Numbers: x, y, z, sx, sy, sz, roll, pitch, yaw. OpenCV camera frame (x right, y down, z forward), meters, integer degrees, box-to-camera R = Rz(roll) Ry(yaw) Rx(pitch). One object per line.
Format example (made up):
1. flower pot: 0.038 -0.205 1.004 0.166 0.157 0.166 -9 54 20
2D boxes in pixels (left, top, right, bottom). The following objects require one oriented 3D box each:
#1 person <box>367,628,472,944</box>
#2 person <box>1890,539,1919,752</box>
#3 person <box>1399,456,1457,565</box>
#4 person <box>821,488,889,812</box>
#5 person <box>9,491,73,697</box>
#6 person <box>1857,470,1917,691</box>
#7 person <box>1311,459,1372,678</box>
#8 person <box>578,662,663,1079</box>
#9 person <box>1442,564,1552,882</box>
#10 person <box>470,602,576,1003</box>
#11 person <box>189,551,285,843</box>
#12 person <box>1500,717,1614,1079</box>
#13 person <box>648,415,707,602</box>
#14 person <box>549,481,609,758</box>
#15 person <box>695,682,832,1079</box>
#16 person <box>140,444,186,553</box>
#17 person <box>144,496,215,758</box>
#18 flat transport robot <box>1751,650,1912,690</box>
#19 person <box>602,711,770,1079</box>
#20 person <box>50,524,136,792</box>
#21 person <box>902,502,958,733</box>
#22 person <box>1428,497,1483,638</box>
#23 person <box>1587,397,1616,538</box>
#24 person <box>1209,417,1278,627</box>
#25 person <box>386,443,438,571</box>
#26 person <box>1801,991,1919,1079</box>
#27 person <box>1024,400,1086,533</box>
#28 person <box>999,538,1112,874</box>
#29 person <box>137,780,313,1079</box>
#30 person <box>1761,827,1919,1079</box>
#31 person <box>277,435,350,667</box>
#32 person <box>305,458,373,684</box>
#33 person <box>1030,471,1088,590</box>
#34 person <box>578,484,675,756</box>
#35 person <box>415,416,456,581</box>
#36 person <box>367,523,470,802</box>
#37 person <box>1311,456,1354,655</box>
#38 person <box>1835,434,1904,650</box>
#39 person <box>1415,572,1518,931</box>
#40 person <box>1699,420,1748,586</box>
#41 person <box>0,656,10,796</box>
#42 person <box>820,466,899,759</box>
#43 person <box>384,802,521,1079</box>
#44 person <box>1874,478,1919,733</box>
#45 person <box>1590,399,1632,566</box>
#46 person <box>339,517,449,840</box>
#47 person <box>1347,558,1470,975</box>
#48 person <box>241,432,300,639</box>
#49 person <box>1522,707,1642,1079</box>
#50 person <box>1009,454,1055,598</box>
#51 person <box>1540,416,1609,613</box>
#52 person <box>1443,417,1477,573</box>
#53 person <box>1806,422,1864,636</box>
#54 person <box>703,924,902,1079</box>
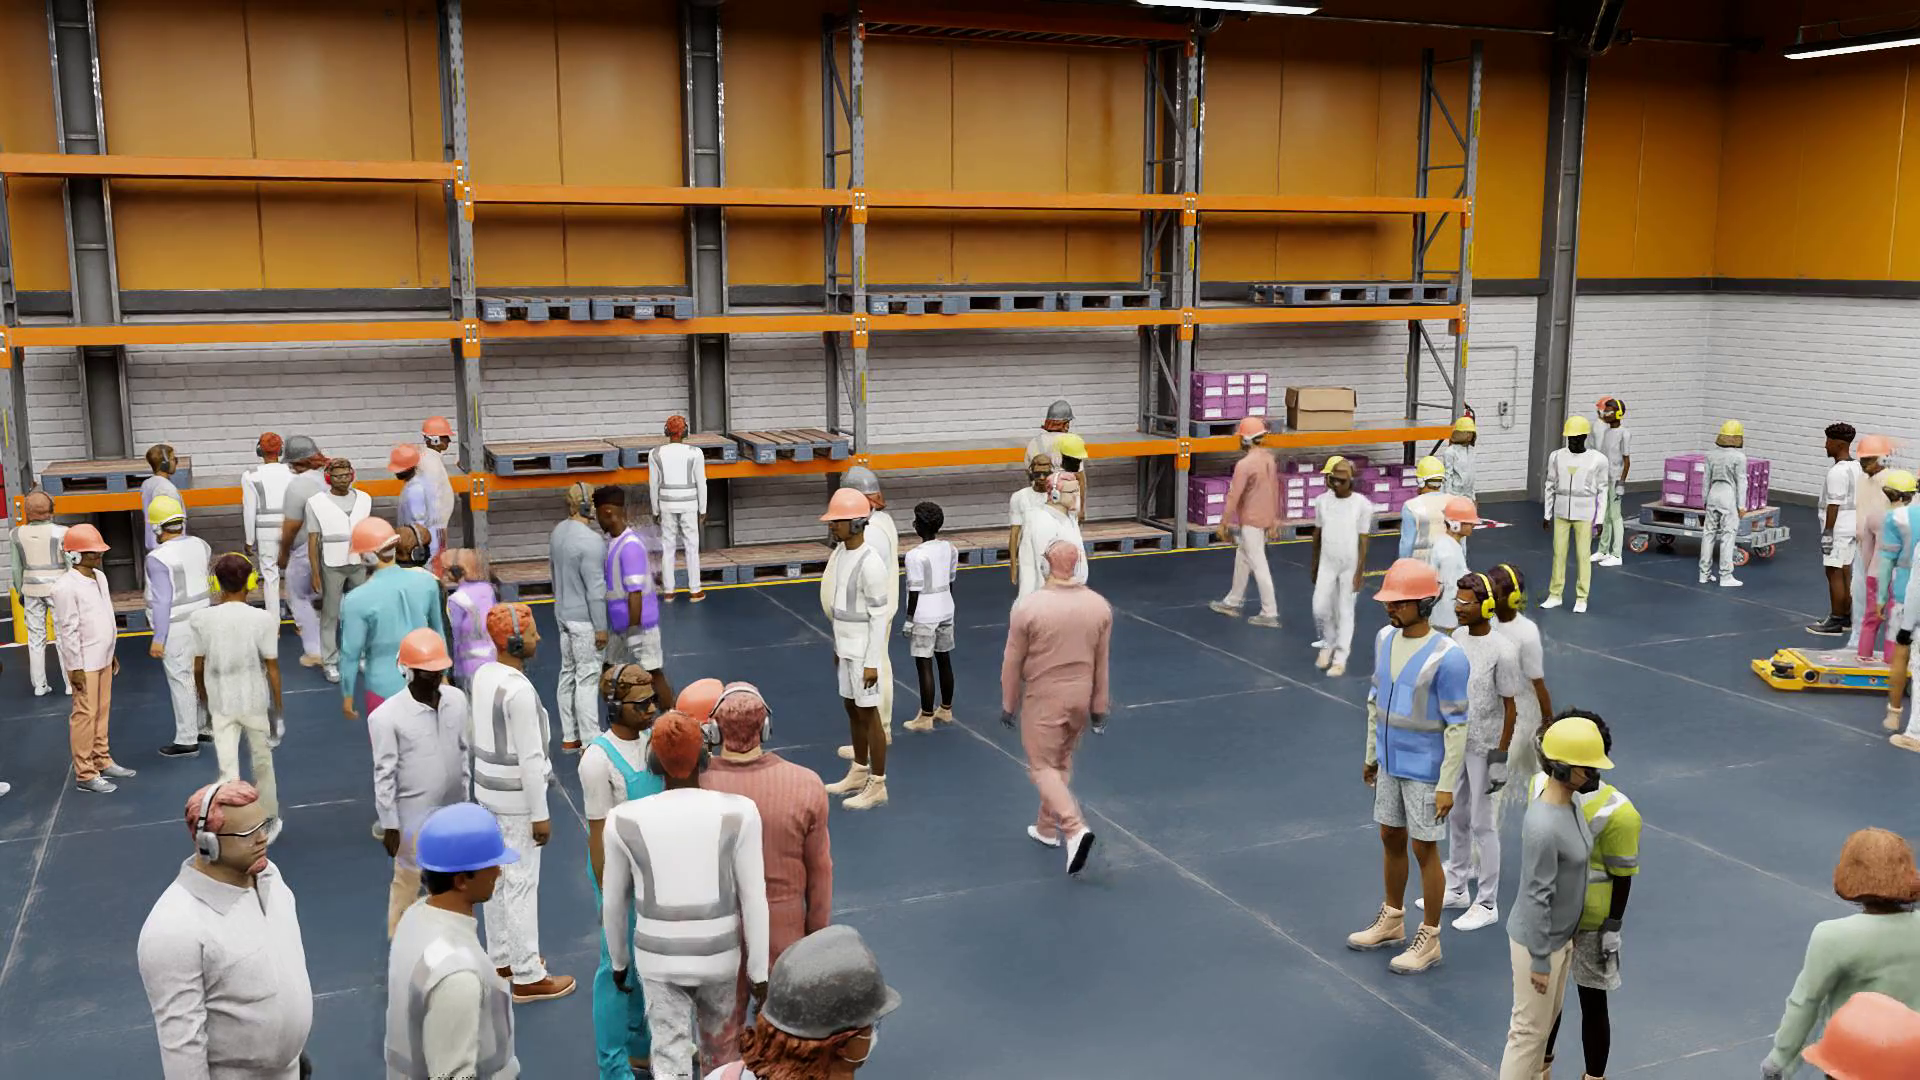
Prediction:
1. person: -2.516 1.272 7.909 0.341 1.750 0.565 6 11 29
2. person: 6.894 0.579 11.665 0.626 1.843 0.429 -2 10 -11
3. person: 3.851 0.220 13.743 0.592 1.833 0.404 -4 11 -23
4. person: -0.669 0.685 10.461 0.396 2.042 0.611 -4 11 -24
5. person: -7.176 0.432 13.089 0.514 1.637 0.310 0 10 -2
6. person: 7.475 0.323 13.338 0.305 1.771 0.525 -3 10 -19
7. person: 3.114 0.238 13.656 0.511 1.825 0.400 6 11 31
8. person: -1.351 1.407 6.871 0.345 1.846 0.508 3 10 16
9. person: 3.130 1.007 9.277 0.996 1.822 0.569 0 10 -2
10. person: -2.090 1.223 7.824 0.360 1.883 0.574 -7 12 -36
11. person: -4.111 0.972 9.490 0.497 1.820 0.993 -3 10 -14
12. person: 2.290 1.532 6.402 0.340 1.760 0.525 6 12 31
13. person: -2.810 -0.307 16.640 0.575 1.882 0.355 0 10 0
14. person: -2.609 0.556 11.506 0.378 1.940 0.629 -7 12 -37
15. person: -0.806 1.476 6.291 0.644 1.909 0.400 -2 10 -12
16. person: -6.889 0.086 14.476 0.506 1.847 0.343 7 12 37
17. person: -5.437 0.599 11.569 0.404 1.829 0.591 2 10 9
18. flat transport robot: 7.248 1.056 13.426 1.431 0.197 0.652 2 10 10
19. person: -1.011 1.527 6.179 0.595 1.837 0.940 -2 10 -9
20. person: -5.663 0.759 10.868 0.330 1.751 0.564 -1 10 -5
21. person: -0.225 0.562 12.168 0.318 1.697 0.533 7 12 36
22. person: 3.602 0.539 12.171 0.383 1.732 0.598 3 10 17
23. person: 7.887 -0.895 20.433 0.369 1.742 0.588 4 11 21
24. person: 2.657 -0.178 15.694 0.933 1.953 0.628 7 12 36
25. person: -4.750 0.060 14.562 0.655 1.877 0.614 -2 10 -14
26. person: 2.011 1.932 3.753 0.562 1.874 1.042 -5 11 -25
27. person: 1.011 -0.388 16.647 0.684 2.000 0.538 9 13 41
28. person: 0.592 0.937 9.527 0.637 1.876 0.830 -6 11 -30
29. person: -2.213 1.670 5.174 0.407 1.910 0.638 1 10 4
30. person: 2.992 1.743 5.605 0.519 1.602 0.719 -3 10 -15
31. person: -5.376 0.083 13.935 0.589 2.000 0.720 3 10 18
32. person: -5.067 0.233 13.635 0.373 1.843 0.572 8 13 38
33. person: 0.740 0.441 12.263 0.408 1.908 0.646 3 10 15
34. person: -2.312 0.579 11.425 0.748 1.928 0.745 -5 11 -25
35. person: -4.873 -0.164 15.534 0.401 1.986 0.605 -3 10 -17
36. person: -3.367 0.806 10.345 0.625 1.844 0.429 5 11 28
37. person: 3.265 0.135 14.494 0.295 1.743 0.493 0 10 -2
38. person: 7.967 0.063 14.285 0.759 1.968 0.624 -1 10 -4
39. person: 2.654 1.086 8.648 0.316 1.870 0.531 -4 11 -20
40. person: 8.062 -0.391 17.524 0.324 1.743 0.491 -5 11 -28
41. person: -6.385 0.740 10.502 0.587 1.920 0.394 -4 11 -20
42. person: -0.703 0.493 11.574 0.536 2.000 0.688 2 10 11
43. person: -1.546 1.711 4.977 0.991 1.907 0.607 -6 12 -31
44. person: 7.013 0.409 12.090 0.633 2.036 0.408 5 11 28
45. person: 7.283 -0.646 18.629 0.328 1.872 0.514 -2 10 -10
46. person: -3.340 0.831 9.798 0.468 1.977 0.645 7 12 37
47. person: 2.172 1.093 8.111 0.391 2.040 0.615 -5 11 -25
48. person: -6.191 -0.037 15.084 0.574 1.883 0.355 -8 12 -37
49. person: 2.469 1.506 6.727 0.318 1.697 0.535 -6 12 -31
50. person: 0.663 0.198 13.837 0.513 1.844 0.328 -2 10 -11
51. person: 5.969 -0.250 16.184 0.594 1.924 0.384 8 13 39
52. person: 5.381 -0.454 17.884 0.486 1.746 0.289 -7 12 -36
53. person: 8.055 -0.102 15.259 0.385 1.957 0.602 9 13 42
54. person: -0.283 1.841 3.804 0.690 2.000 0.538 9 13 42
